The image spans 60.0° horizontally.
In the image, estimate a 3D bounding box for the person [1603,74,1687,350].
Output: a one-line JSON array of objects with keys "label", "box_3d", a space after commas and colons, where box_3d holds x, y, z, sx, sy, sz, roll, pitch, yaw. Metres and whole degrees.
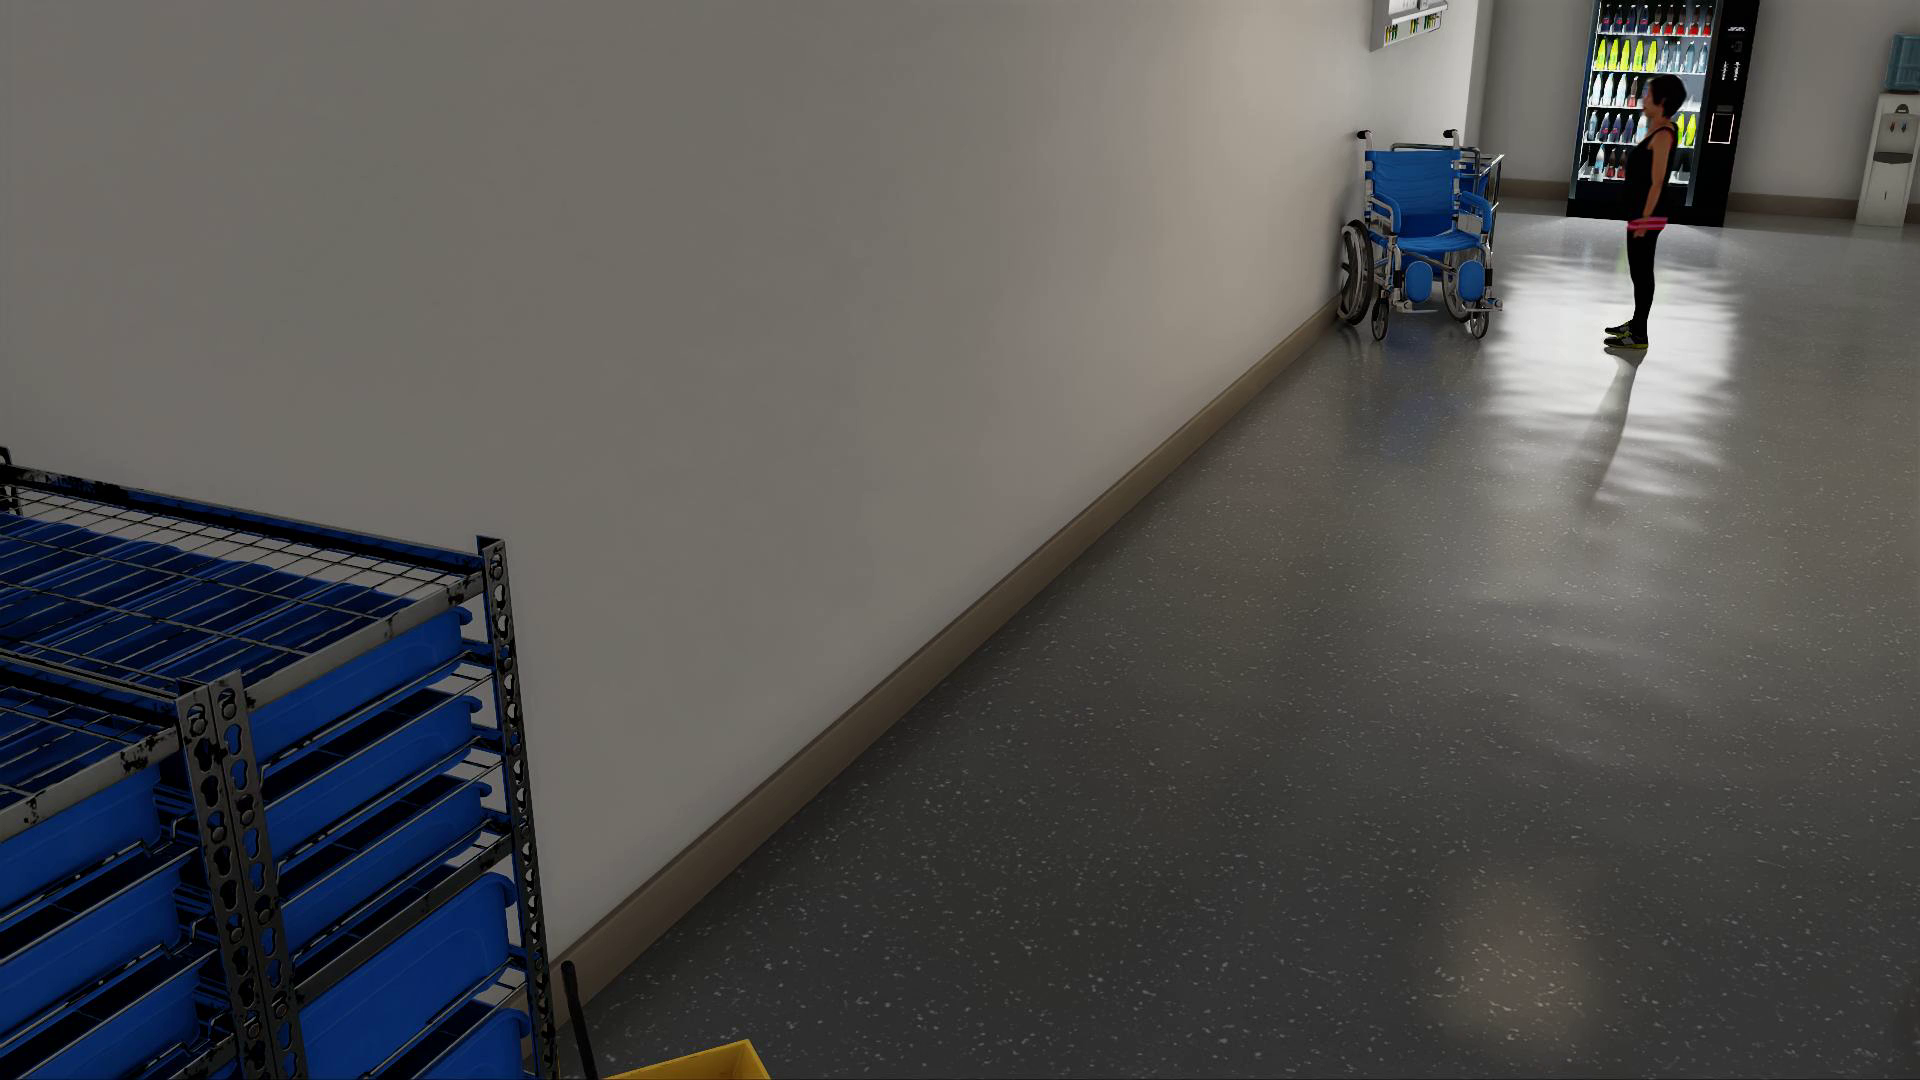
[{"label": "person", "box_3d": [3.987, -1.899, 9.624, 0.494, 1.552, 0.532, 9, 23, 23]}]
